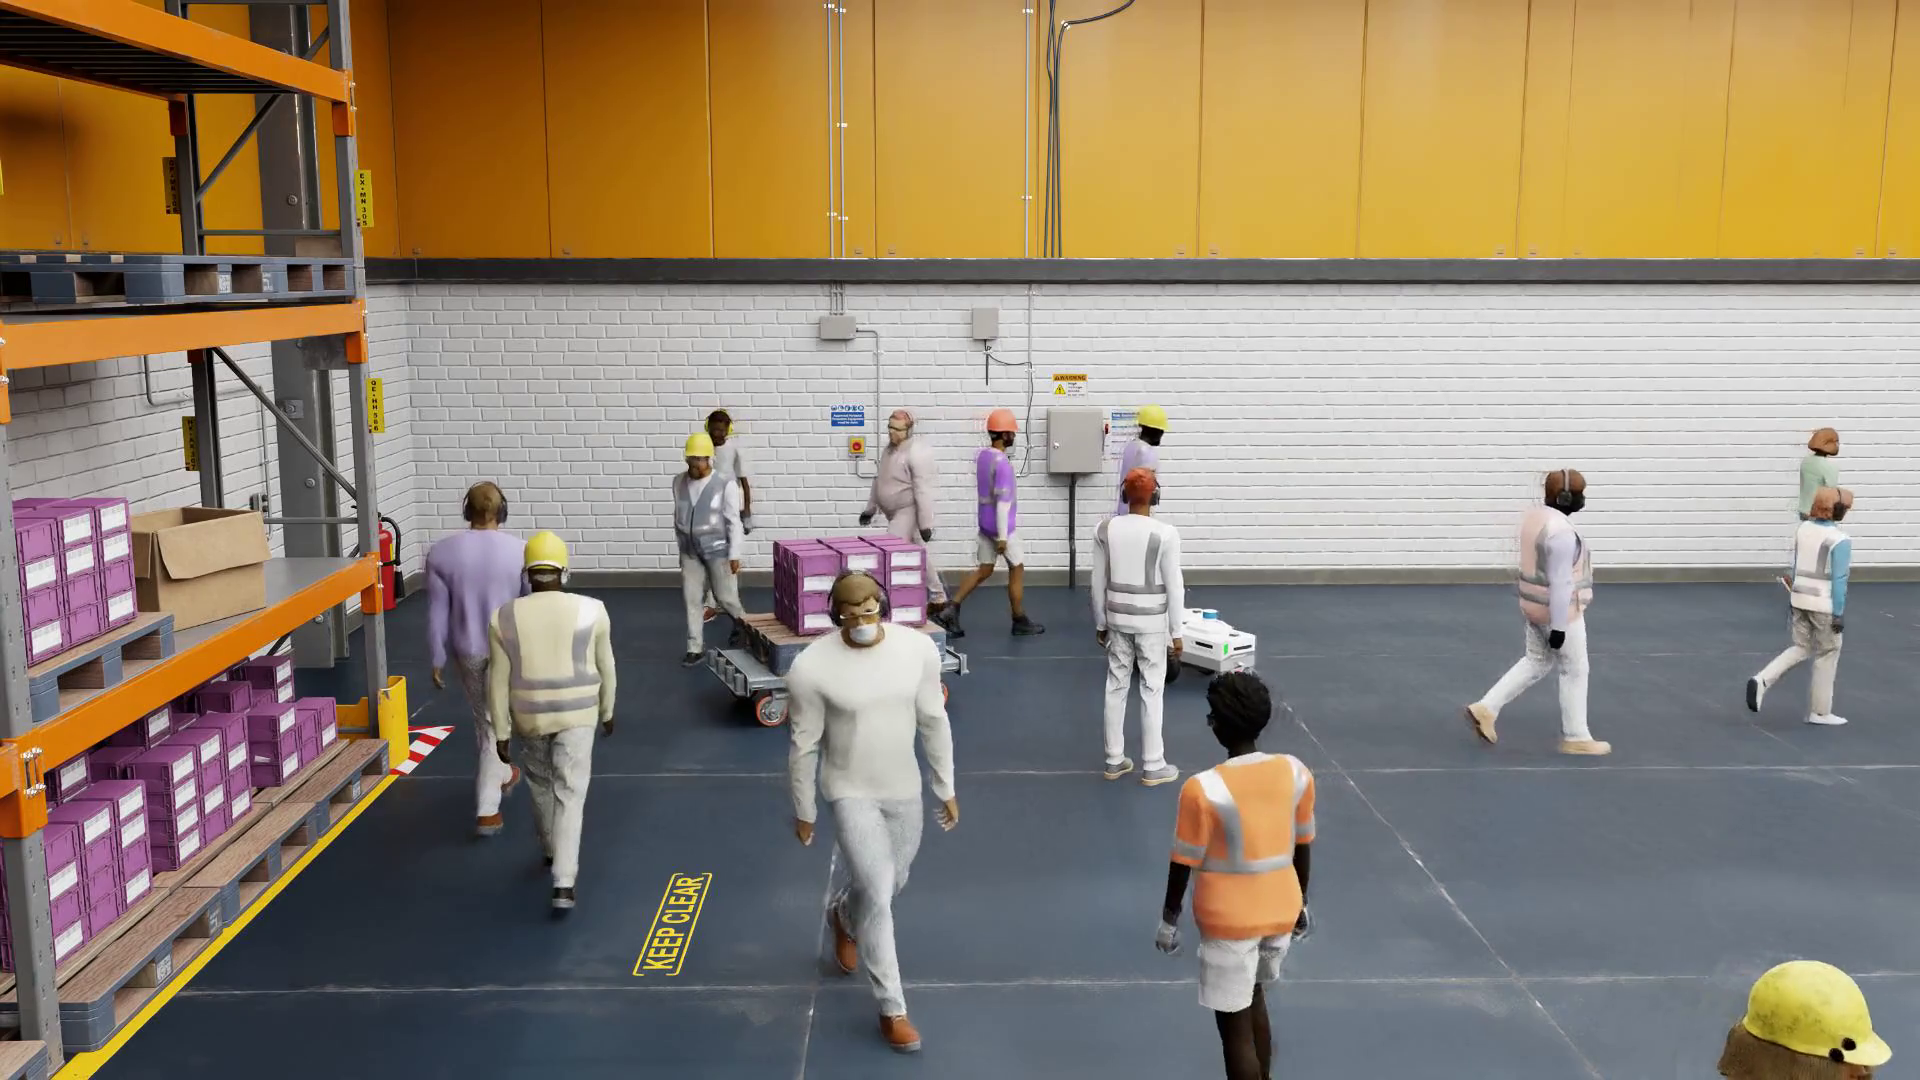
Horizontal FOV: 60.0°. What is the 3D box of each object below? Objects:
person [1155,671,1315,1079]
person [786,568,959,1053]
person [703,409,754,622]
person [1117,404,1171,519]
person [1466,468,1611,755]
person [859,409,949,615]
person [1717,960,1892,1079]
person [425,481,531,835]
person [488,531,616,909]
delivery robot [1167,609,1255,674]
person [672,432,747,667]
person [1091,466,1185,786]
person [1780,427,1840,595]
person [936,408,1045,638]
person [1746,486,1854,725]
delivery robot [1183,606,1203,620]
[{"bbox_3d":[0.940,1.277,5.667,0.560,1.672,0.503,-6,11,-31],"label":"person"},{"bbox_3d":[-0.392,1.006,6.734,0.670,1.893,0.947,-4,10,-25],"label":"person"},{"bbox_3d":[-2.165,-0.214,14.352,0.617,1.830,0.826,7,12,37],"label":"person"},{"bbox_3d":[1.481,-0.212,14.144,0.542,1.899,0.629,-3,10,-16],"label":"person"},{"bbox_3d":[3.654,0.446,10.397,0.801,1.816,0.634,0,9,-2],"label":"person"},{"bbox_3d":[-0.507,-0.209,14.305,0.998,1.851,0.718,-3,10,-20],"label":"person"},{"bbox_3d":[1.577,1.640,3.411,0.495,1.708,0.872,-8,12,-39],"label":"person"},{"bbox_3d":[-2.567,0.614,9.153,0.653,1.885,1.040,0,9,-1],"label":"person"},{"bbox_3d":[-1.964,0.848,8.035,0.582,1.789,0.938,-1,9,-6],"label":"person"},{"bbox_3d":[1.810,0.748,12.094,0.477,0.478,0.707,-6,11,-35],"label":"delivery robot"},{"bbox_3d":[-1.921,0.041,12.906,0.603,1.806,0.786,3,10,20],"label":"person"},{"bbox_3d":[1.053,0.507,9.810,0.595,1.883,0.350,6,11,34],"label":"person"},{"bbox_3d":[7.724,-0.219,15.066,0.489,1.617,0.501,-1,9,-6],"label":"person"},{"bbox_3d":[0.254,-0.128,13.634,0.870,1.913,0.549,-4,10,-25],"label":"person"},{"bbox_3d":[5.597,0.441,10.990,0.605,1.617,0.538,-1,9,-9],"label":"person"},{"bbox_3d":[1.569,0.662,12.623,0.707,0.478,0.477,-3,10,-19],"label":"delivery robot"}]
